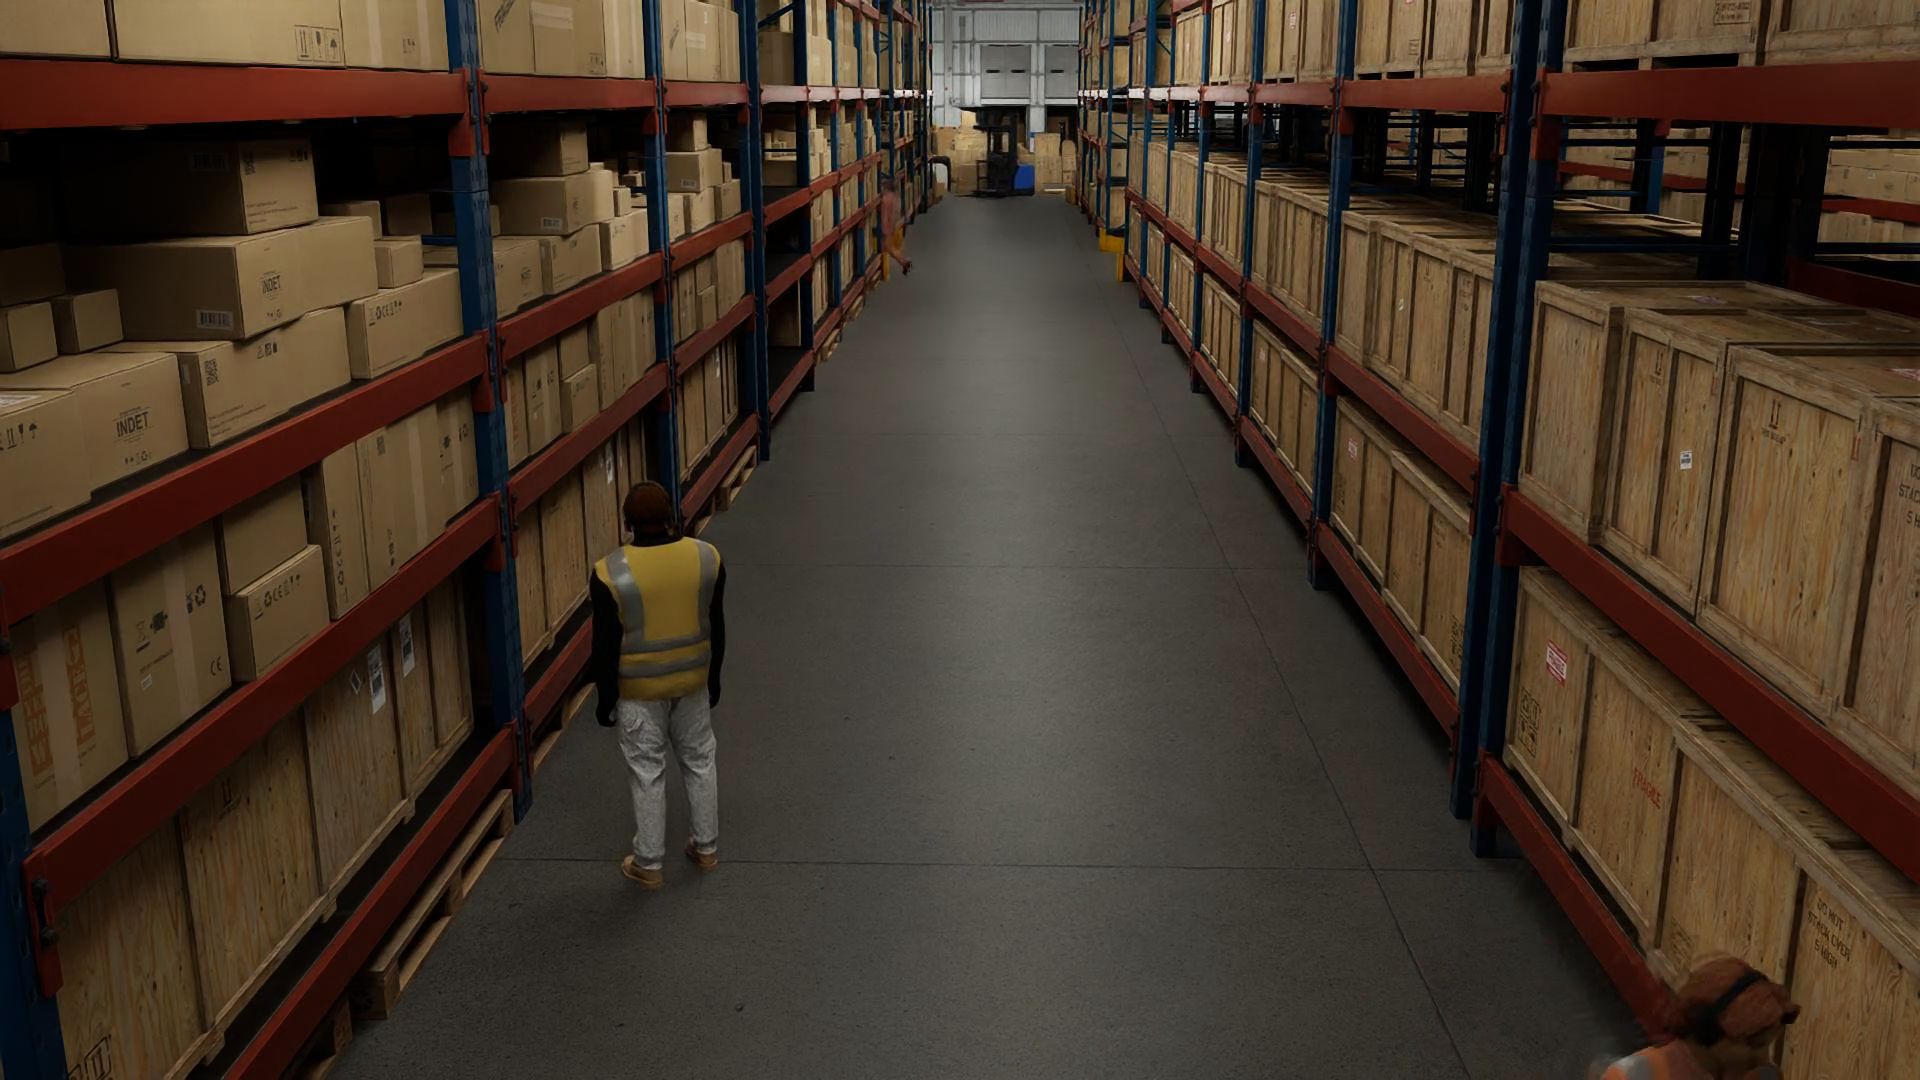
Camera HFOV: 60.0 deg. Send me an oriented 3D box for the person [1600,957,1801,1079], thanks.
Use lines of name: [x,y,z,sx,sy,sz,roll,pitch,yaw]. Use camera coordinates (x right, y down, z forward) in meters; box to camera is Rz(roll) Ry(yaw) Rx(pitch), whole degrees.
person: [1.623,1.700,3.850,0.553,1.615,0.368,-6,16,-20]

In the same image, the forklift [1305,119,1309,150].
forklift: [9.017,-9.599,43.506,1.873,2.768,1.129,0,15,2]

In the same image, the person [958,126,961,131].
person: [-0.071,-19.681,82.869,0.943,1.897,0.664,1,15,2]

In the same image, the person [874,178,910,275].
person: [-1.377,-6.019,32.078,0.765,1.880,0.651,0,15,1]

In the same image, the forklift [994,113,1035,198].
forklift: [1.567,-13.037,56.297,1.873,2.768,1.129,-13,20,-39]

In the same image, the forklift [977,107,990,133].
forklift: [1.156,-19.846,81.631,1.873,2.768,1.129,-6,16,-20]

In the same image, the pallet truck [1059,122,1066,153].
pallet truck: [5.788,-21.111,88.014,1.885,1.965,0.823,5,16,18]

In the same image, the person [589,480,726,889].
person: [-1.338,0.641,7.385,0.624,1.841,0.430,-10,18,-32]
